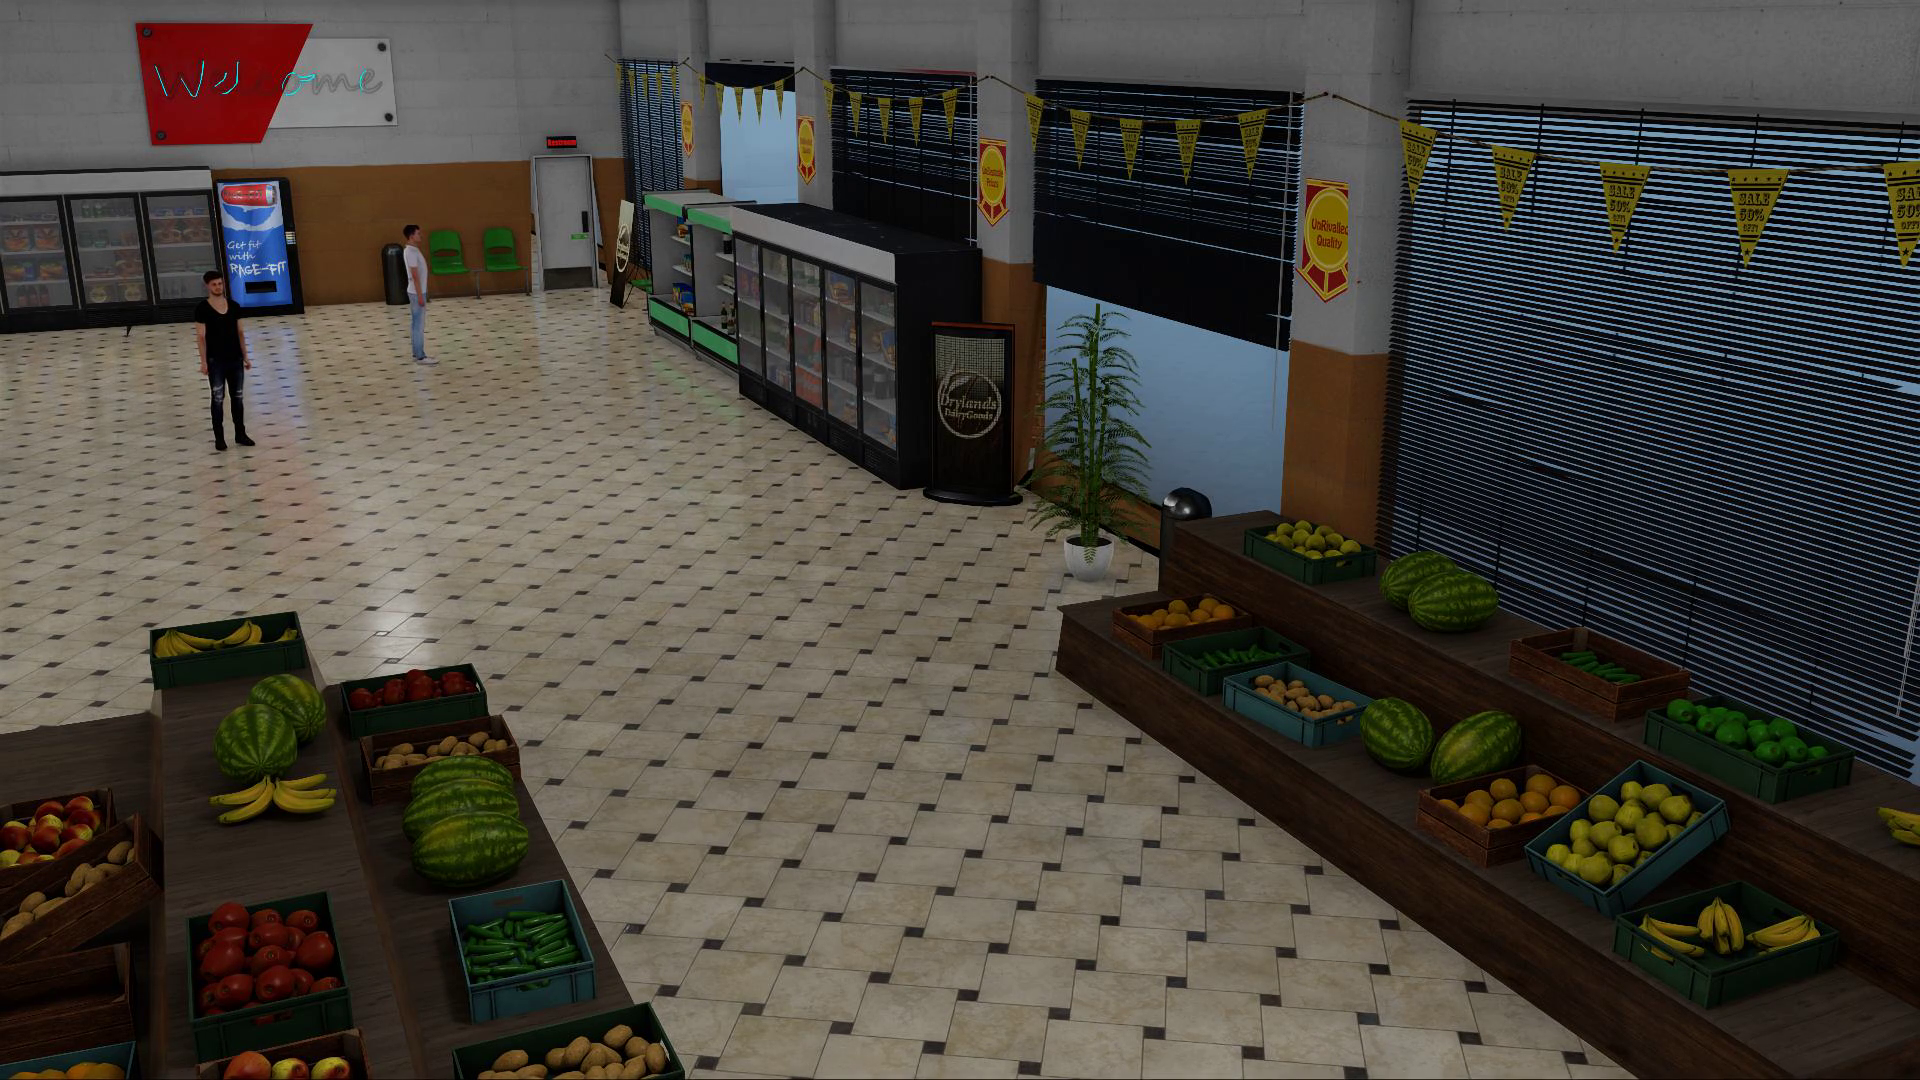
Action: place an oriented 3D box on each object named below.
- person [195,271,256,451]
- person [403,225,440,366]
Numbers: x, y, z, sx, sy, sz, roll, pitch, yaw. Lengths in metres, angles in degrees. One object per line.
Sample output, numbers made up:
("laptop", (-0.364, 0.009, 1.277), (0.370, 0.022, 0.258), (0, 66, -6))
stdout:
("person", (-7.868, -1.934, 17.775), (0.689, 1.895, 0.750), (16, 23, 42))
("person", (-7.313, -3.309, 22.376), (0.700, 1.852, 0.466), (-7, 18, -23))
